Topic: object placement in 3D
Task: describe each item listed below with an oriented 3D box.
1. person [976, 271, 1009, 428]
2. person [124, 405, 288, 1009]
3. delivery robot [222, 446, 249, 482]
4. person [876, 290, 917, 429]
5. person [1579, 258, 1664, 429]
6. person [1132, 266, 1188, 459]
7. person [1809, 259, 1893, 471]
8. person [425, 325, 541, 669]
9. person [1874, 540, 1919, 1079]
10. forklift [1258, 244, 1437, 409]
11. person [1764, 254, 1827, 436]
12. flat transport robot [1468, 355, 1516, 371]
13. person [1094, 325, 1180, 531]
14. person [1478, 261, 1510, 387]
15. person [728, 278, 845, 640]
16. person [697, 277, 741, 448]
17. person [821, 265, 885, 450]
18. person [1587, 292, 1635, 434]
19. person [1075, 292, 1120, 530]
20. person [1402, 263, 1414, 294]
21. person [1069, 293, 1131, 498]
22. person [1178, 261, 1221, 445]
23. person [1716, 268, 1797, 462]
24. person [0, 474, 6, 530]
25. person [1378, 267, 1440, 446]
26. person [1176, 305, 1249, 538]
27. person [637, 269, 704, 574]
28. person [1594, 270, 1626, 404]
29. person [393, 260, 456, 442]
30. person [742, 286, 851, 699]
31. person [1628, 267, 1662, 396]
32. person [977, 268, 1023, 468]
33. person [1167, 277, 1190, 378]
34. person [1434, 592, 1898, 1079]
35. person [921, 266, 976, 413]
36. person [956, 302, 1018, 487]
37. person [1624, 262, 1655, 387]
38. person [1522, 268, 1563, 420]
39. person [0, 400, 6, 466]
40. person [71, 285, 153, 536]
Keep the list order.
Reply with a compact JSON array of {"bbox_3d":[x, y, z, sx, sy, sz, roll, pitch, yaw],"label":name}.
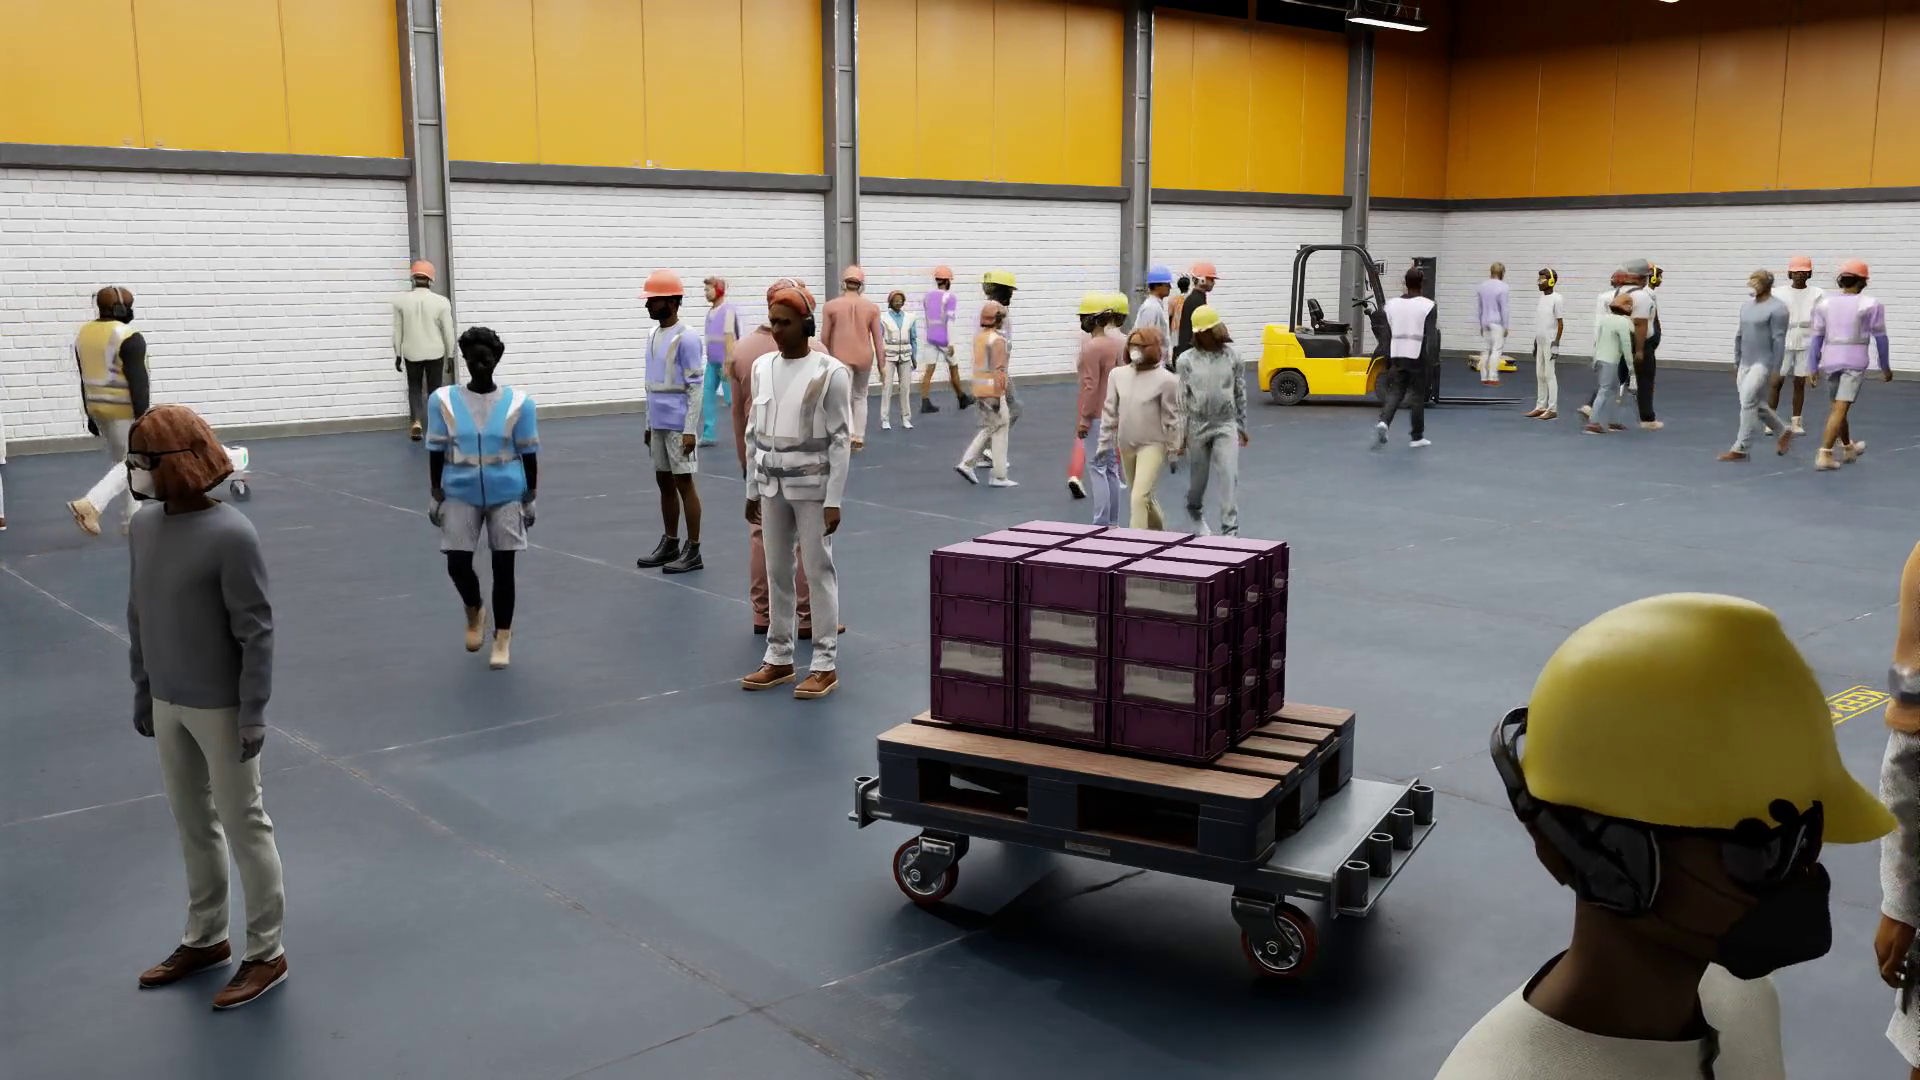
[{"bbox_3d":[0.388,-2.190,19.334,0.345,1.846,0.508,-2,10,-12],"label":"person"},{"bbox_3d":[-2.058,0.448,4.504,0.507,1.631,0.266,5,11,29],"label":"person"},{"bbox_3d":[-6.259,-0.635,13.730,0.707,0.478,0.477,-5,11,-25],"label":"delivery robot"},{"bbox_3d":[-0.749,-2.106,19.479,0.508,1.628,0.320,-4,10,-21],"label":"person"},{"bbox_3d":[7.810,-2.314,19.484,0.923,2.000,0.686,-2,10,-11],"label":"person"},{"bbox_3d":[2.023,-1.753,16.562,0.908,1.914,0.611,1,10,6],"label":"person"},{"bbox_3d":[8.498,-1.671,15.873,1.078,1.979,0.628,-7,12,-35],"label":"person"},{"bbox_3d":[-2.330,-0.208,8.171,0.551,1.685,0.393,-2,10,-12],"label":"person"},{"bbox_3d":[1.812,0.600,2.746,0.545,1.933,0.376,4,10,21],"label":"person"},{"bbox_3d":[5.256,-2.933,22.661,2.313,2.155,1.214,3,10,16],"label":"forklift"},{"bbox_3d":[9.385,-2.182,18.708,0.615,2.040,0.391,3,10,15],"label":"person"},{"bbox_3d":[9.470,-3.161,29.618,0.652,0.197,1.431,2,10,10],"label":"flat transport robot"},{"bbox_3d":[1.181,-0.581,10.645,0.502,1.595,0.831,8,13,40],"label":"person"},{"bbox_3d":[8.279,-3.338,25.786,0.361,1.940,0.632,-4,11,-24],"label":"person"},{"bbox_3d":[-0.898,-0.426,8.825,0.646,1.908,0.408,6,11,30],"label":"person"},{"bbox_3d":[-2.475,-1.887,17.666,0.814,1.813,0.571,-7,12,-37],"label":"person"},{"bbox_3d":[-1.075,-1.838,17.027,0.634,1.945,0.899,-2,10,-12],"label":"person"},{"bbox_3d":[7.474,-2.002,18.899,0.645,1.608,0.515,-1,10,-6],"label":"person"},{"bbox_3d":[0.963,-0.877,11.878,0.326,1.767,0.533,5,11,25],"label":"person"},{"bbox_3d":[7.968,-3.909,29.220,0.642,1.909,0.408,-6,11,-30],"label":"person"},{"bbox_3d":[1.190,-1.221,14.013,0.522,1.720,0.876,6,11,31],"label":"person"},{"bbox_3d":[2.572,-1.915,17.358,0.781,1.964,0.616,0,10,2],"label":"person"},{"bbox_3d":[7.931,-1.720,16.404,0.846,1.914,0.639,-2,10,-9],"label":"person"},{"bbox_3d":[-7.187,-0.956,12.036,0.335,1.873,0.521,-2,10,-11],"label":"person"},{"bbox_3d":[4.762,-1.921,17.581,0.664,1.905,0.614,-9,13,-44],"label":"person"},{"bbox_3d":[1.759,-0.803,11.653,0.519,1.697,0.797,0,10,0],"label":"person"},{"bbox_3d":[-1.869,-0.755,10.659,0.356,1.936,0.551,-9,13,-41],"label":"person"},{"bbox_3d":[9.066,-2.800,22.960,0.590,1.831,1.008,3,10,16],"label":"person"},{"bbox_3d":[-5.722,-1.996,17.809,0.640,1.974,0.445,-1,10,-8],"label":"person"},{"bbox_3d":[-0.763,-0.215,7.662,0.575,1.884,0.355,6,12,33],"label":"person"},{"bbox_3d":[9.958,-3.013,24.139,0.351,1.855,0.507,2,10,10],"label":"person"},{"bbox_3d":[0.363,-1.618,15.814,0.434,1.900,0.619,-3,10,-15],"label":"person"},{"bbox_3d":[3.612,-3.404,26.901,0.533,1.695,0.318,4,11,24],"label":"person"},{"bbox_3d":[0.543,0.915,1.390,0.309,1.769,0.525,9,13,43],"label":"person"},{"bbox_3d":[-0.194,-2.610,21.658,0.572,1.884,0.972,8,13,40],"label":"person"},{"bbox_3d":[0.250,-1.274,14.631,0.512,1.619,0.530,-5,11,-26],"label":"person"},{"bbox_3d":[10.556,-3.331,25.760,0.376,1.933,0.544,-4,10,-20],"label":"person"},{"bbox_3d":[7.266,-2.424,20.633,0.310,1.868,0.532,-2,10,-10],"label":"person"},{"bbox_3d":[-9.375,-1.495,15.866,0.309,1.640,0.513,3,10,16],"label":"person"},{"bbox_3d":[-6.059,-0.899,11.863,0.631,1.823,0.701,5,11,28],"label":"person"}]
